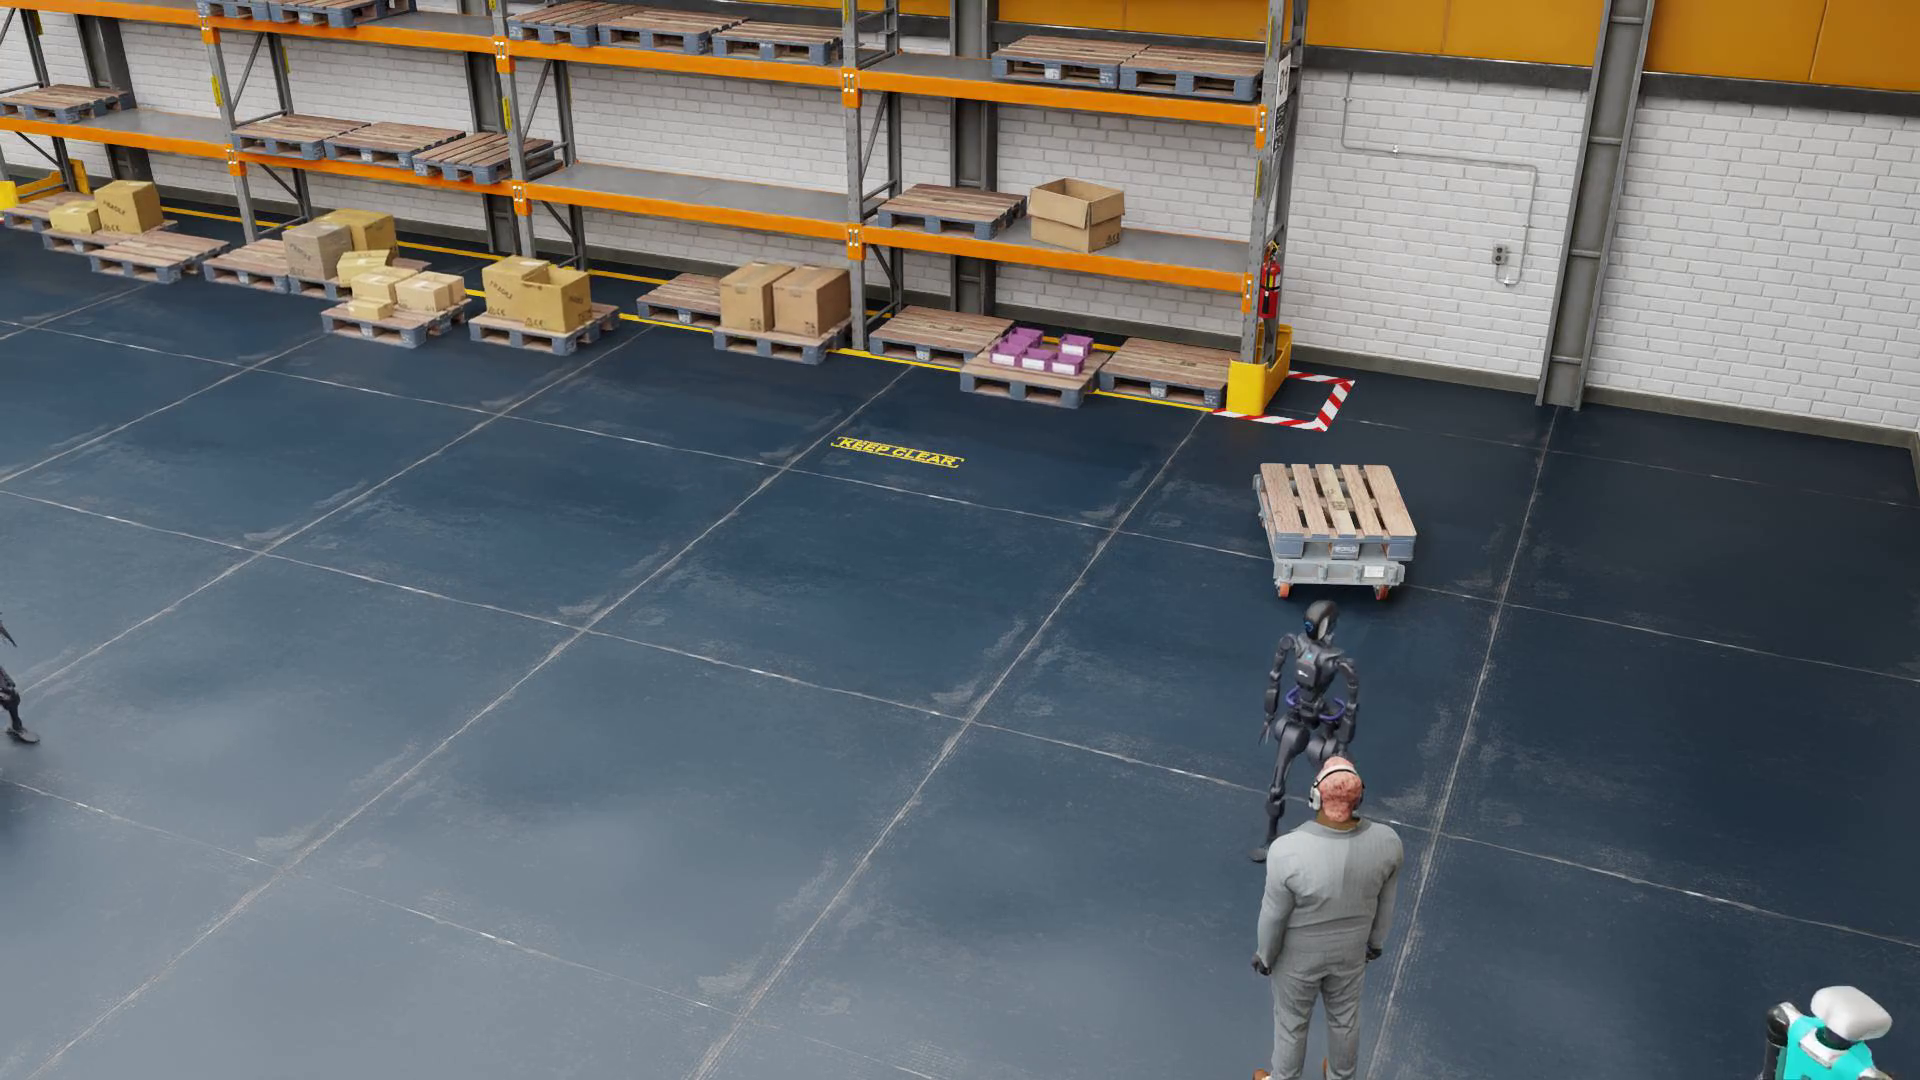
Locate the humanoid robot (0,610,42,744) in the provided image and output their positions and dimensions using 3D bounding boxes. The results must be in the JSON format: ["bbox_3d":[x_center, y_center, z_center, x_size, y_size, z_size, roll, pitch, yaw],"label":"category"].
[{"bbox_3d":[-6.175,0.597,10.246,0.509,1.642,0.584,16,31,28],"label":"humanoid robot"}]

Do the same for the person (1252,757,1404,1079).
[{"bbox_3d":[1.641,1.823,7.613,0.644,1.907,0.403,-5,28,-10],"label":"person"}]

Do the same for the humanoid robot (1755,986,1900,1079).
[{"bbox_3d":[3.475,2.472,6.606,0.708,1.828,0.545,-13,30,-23],"label":"humanoid robot"}]

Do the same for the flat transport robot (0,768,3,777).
[{"bbox_3d":[-6.506,1.539,9.948,1.431,0.231,0.659,24,36,39],"label":"flat transport robot"}]

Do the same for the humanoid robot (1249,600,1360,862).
[{"bbox_3d":[1.985,1.054,9.398,0.601,1.630,0.690,23,35,37],"label":"humanoid robot"}]
